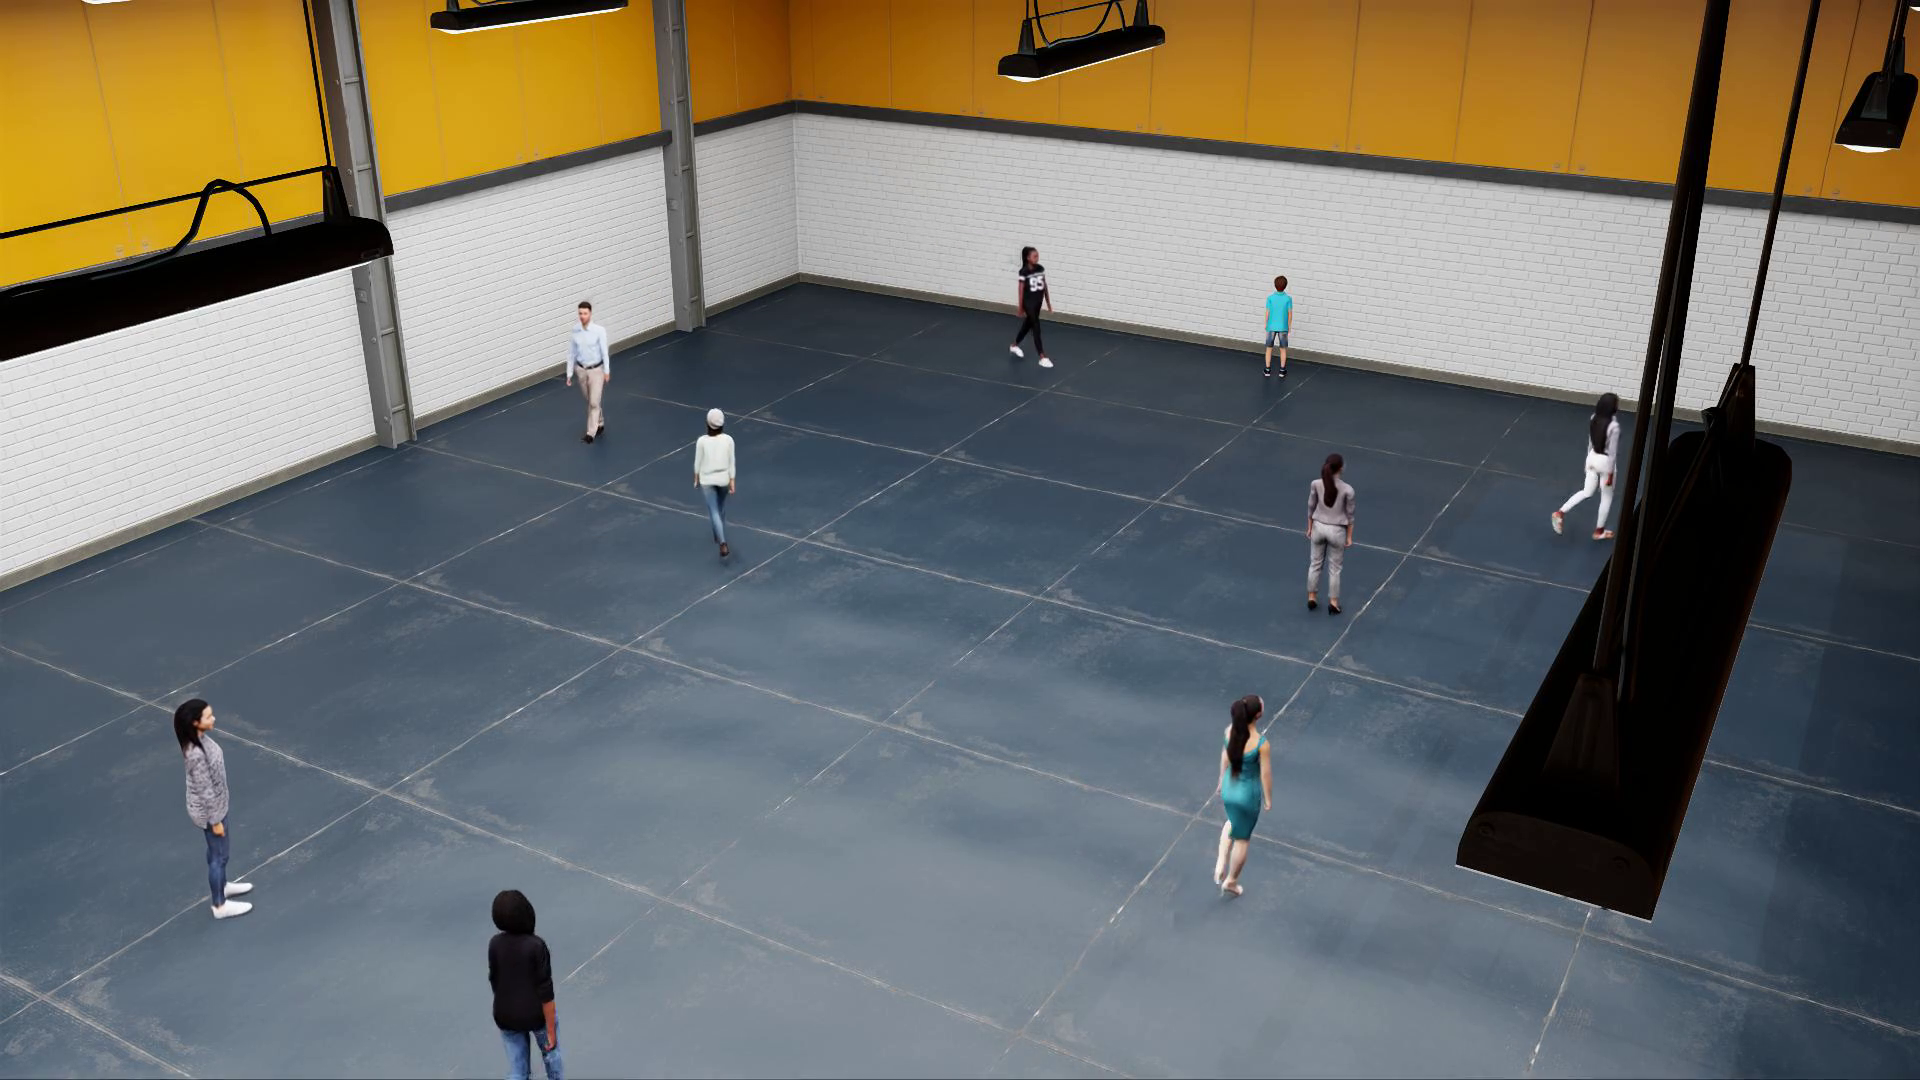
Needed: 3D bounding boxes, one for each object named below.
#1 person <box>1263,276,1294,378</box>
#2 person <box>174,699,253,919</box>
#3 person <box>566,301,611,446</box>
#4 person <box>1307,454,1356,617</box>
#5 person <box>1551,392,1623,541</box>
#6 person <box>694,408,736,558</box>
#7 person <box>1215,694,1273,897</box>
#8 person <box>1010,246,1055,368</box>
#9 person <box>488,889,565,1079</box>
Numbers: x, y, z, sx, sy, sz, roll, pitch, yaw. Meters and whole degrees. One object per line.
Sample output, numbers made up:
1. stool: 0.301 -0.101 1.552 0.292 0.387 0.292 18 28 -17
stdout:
1. person: 4.517 -3.051 23.652 0.579 1.449 0.566 4 24 10
2. person: -5.407 1.910 11.953 0.719 1.730 0.702 -11 26 -24
3. person: -4.672 -2.149 21.138 0.853 1.811 1.203 6 24 13
4. person: 3.659 -0.055 16.515 0.611 1.677 0.557 12 27 26
5. person: 6.911 -0.778 18.132 1.066 1.706 1.008 -6 24 -13
6. person: -2.607 -0.590 17.819 1.085 1.611 1.078 -9 25 -19
7. person: 1.989 1.891 12.068 0.651 1.673 0.697 22 32 40
8. person: 0.992 -3.403 24.165 1.179 1.683 0.923 -20 31 -38
9. person: -2.565 2.886 9.798 0.821 1.667 0.975 3 24 8
